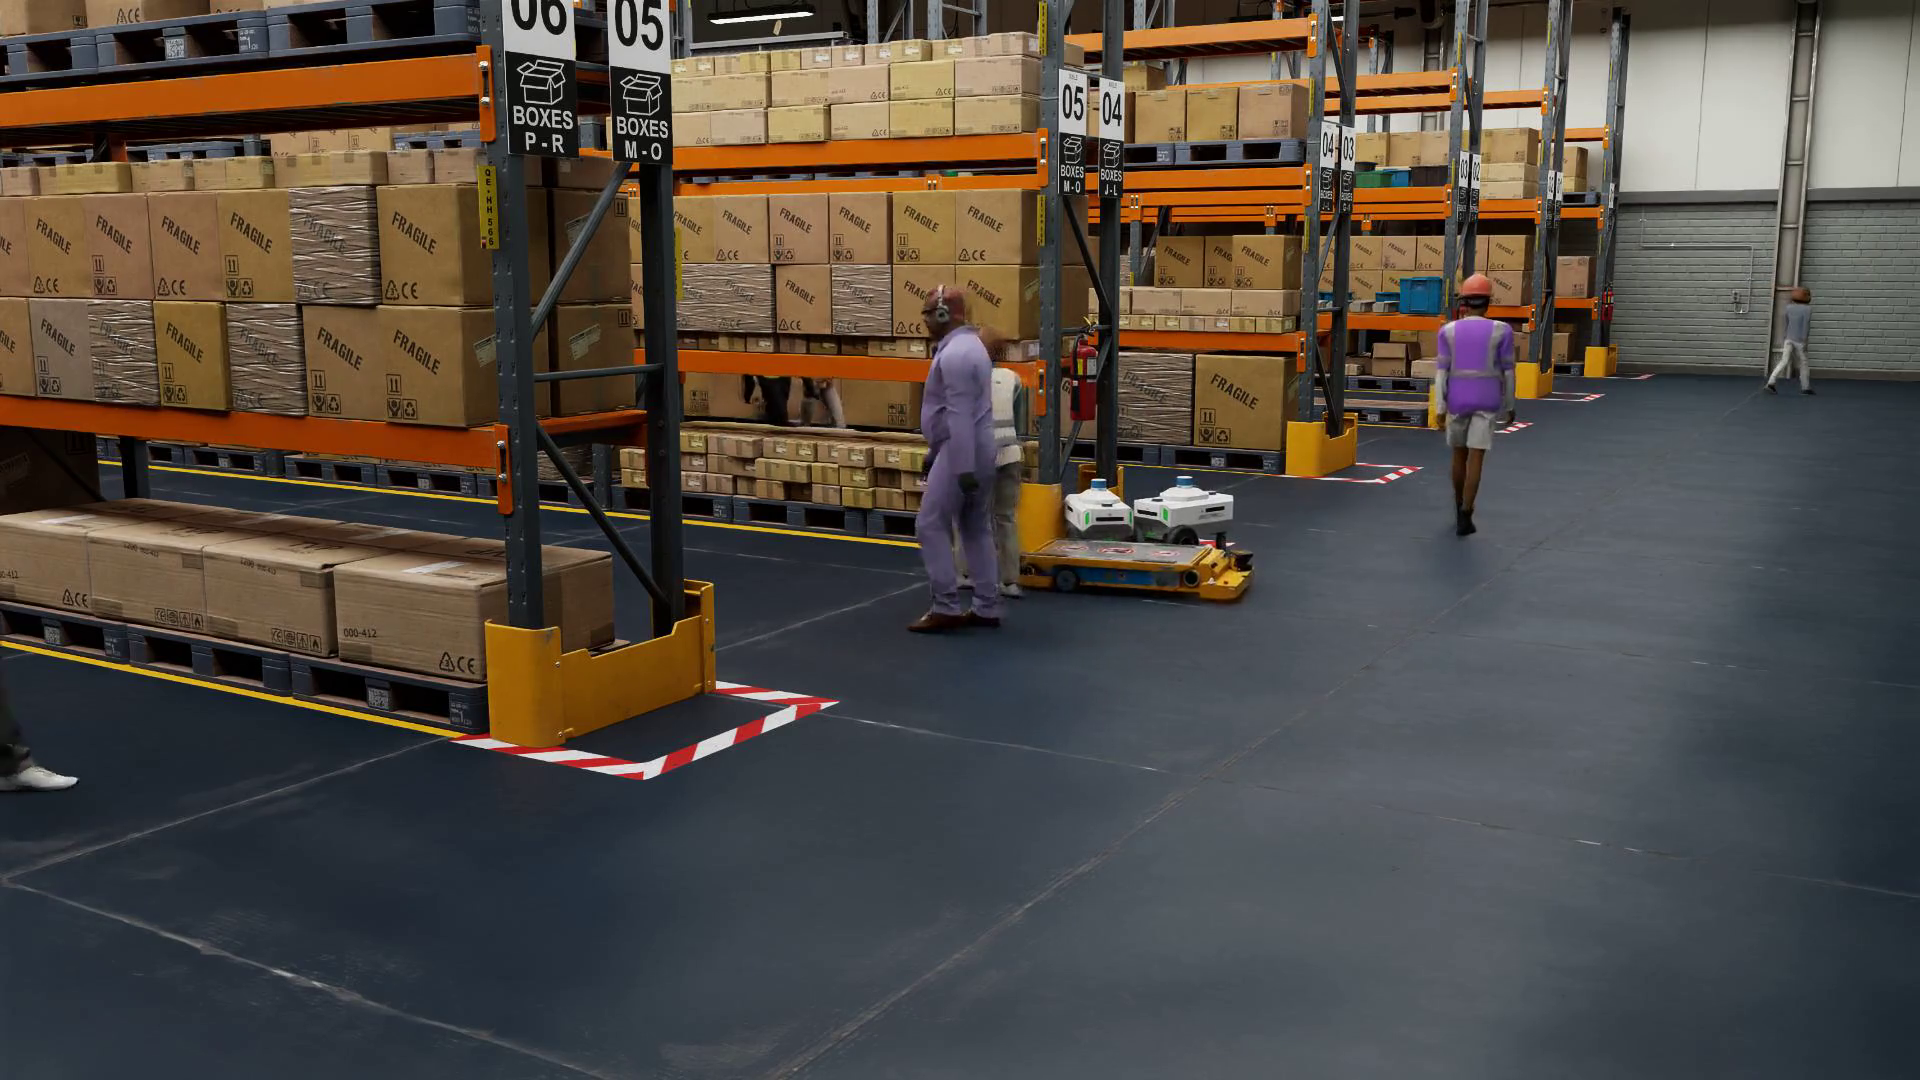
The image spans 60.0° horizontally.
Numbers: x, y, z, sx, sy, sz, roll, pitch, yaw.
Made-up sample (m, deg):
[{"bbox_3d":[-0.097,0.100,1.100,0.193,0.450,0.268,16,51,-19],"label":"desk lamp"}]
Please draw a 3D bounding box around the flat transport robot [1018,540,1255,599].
[{"bbox_3d":[1.042,0.163,10.206,1.431,0.197,0.652,3,10,19],"label":"flat transport robot"}]

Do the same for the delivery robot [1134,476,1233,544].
[{"bbox_3d":[1.502,-0.185,11.140,0.707,0.478,0.477,-8,12,-38],"label":"delivery robot"}]

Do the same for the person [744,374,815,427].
[{"bbox_3d":[-1.540,-1.405,14.692,0.971,1.868,0.622,7,12,36],"label":"person"}]

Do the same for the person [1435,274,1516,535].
[{"bbox_3d":[3.847,-1.017,12.380,0.550,1.890,0.947,6,11,31],"label":"person"}]

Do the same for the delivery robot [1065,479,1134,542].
[{"bbox_3d":[0.916,-0.163,11.008,0.477,0.478,0.707,-1,10,-7],"label":"delivery robot"}]

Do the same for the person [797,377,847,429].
[{"bbox_3d":[-1.255,-1.434,15.668,0.830,1.602,0.519,7,12,35],"label":"person"}]

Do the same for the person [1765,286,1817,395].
[{"bbox_3d":[12.189,-2.911,24.321,0.823,1.601,0.508,-3,10,-17],"label":"person"}]

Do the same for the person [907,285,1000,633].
[{"bbox_3d":[-0.048,-0.436,9.038,0.624,1.874,0.646,2,10,13],"label":"person"}]

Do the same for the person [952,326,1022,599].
[{"bbox_3d":[0.129,-0.464,9.919,0.550,1.616,0.577,-8,13,-40],"label":"person"}]

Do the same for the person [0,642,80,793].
[{"bbox_3d":[-3.910,0.062,6.108,0.990,1.882,0.582,-1,10,-4],"label":"person"}]
